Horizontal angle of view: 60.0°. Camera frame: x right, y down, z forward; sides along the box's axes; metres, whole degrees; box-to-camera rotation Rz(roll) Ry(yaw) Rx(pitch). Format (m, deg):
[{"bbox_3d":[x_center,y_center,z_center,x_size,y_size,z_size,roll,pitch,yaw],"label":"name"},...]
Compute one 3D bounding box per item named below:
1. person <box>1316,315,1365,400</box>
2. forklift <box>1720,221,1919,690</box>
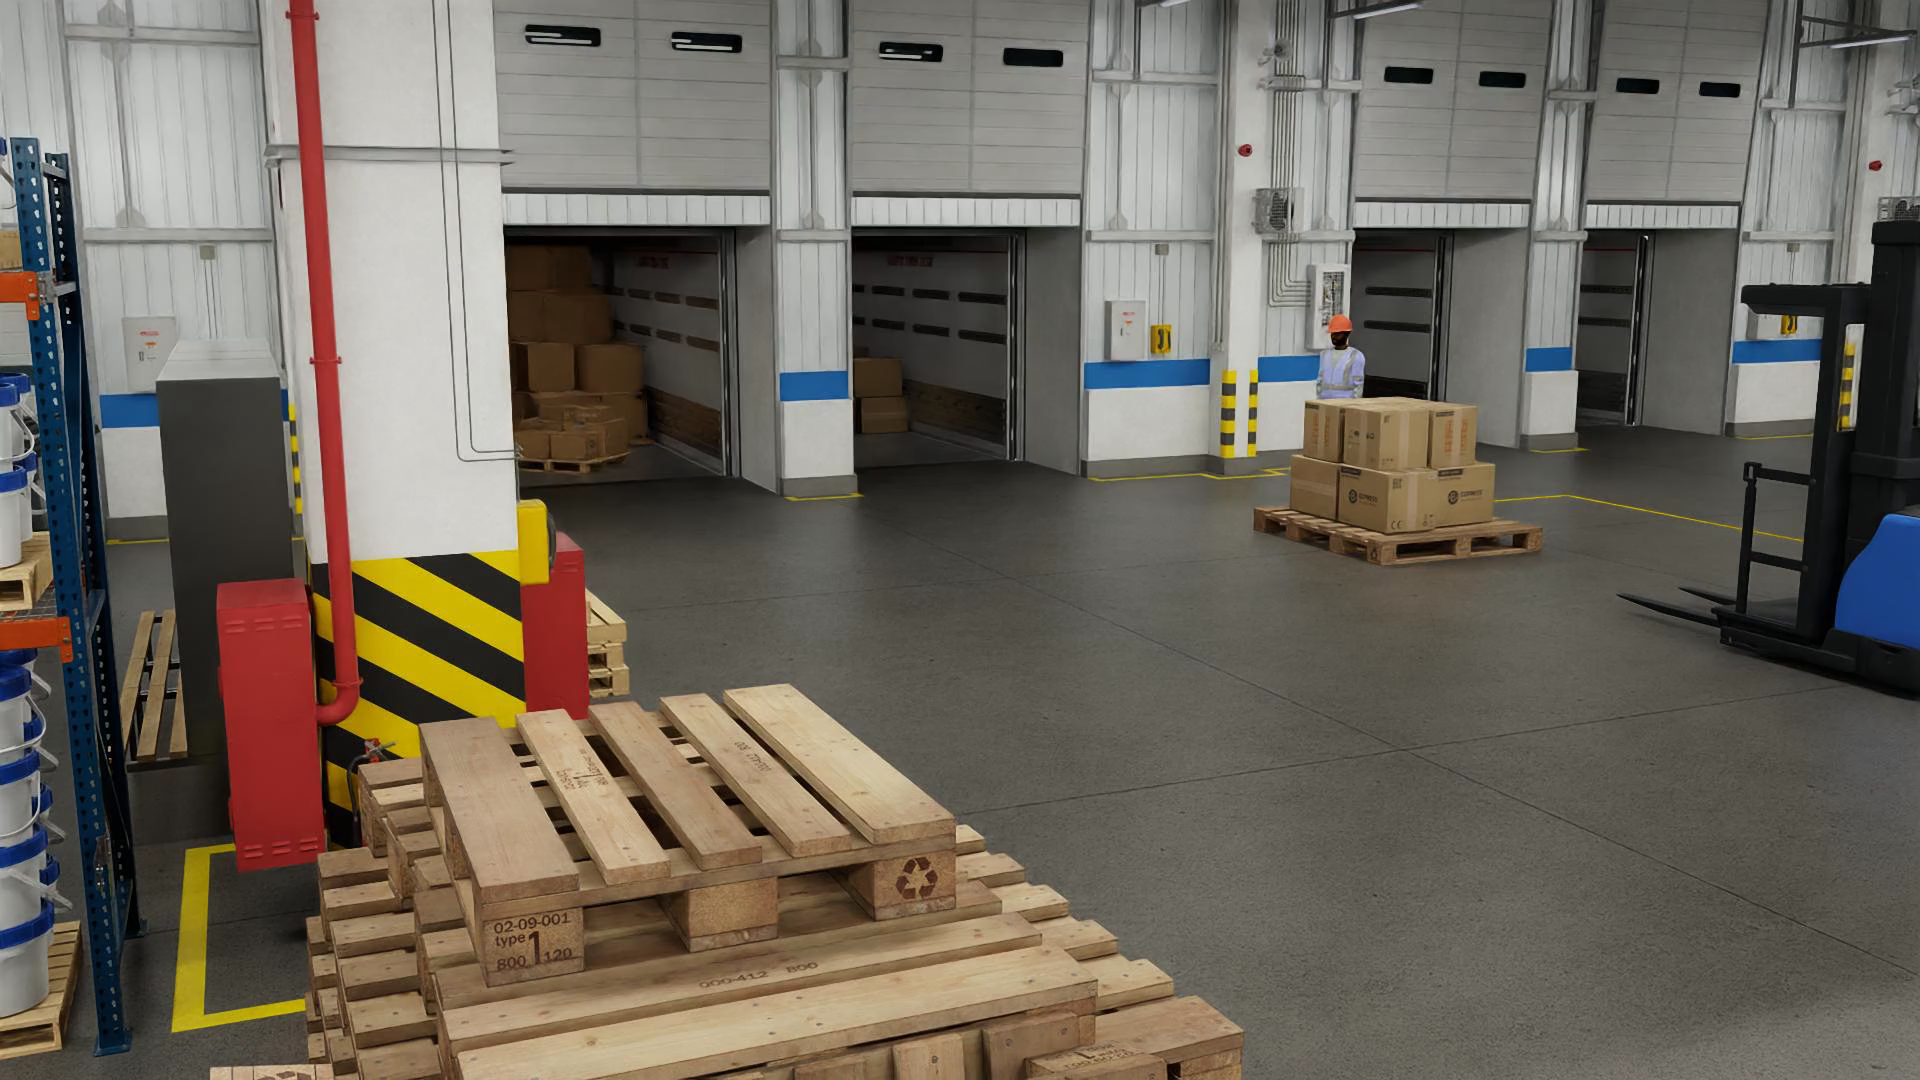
[{"bbox_3d":[3.949,-1.386,17.422,0.354,1.939,0.545,-10,14,-44],"label":"person"},{"bbox_3d":[5.949,-0.550,10.218,1.129,2.768,1.873,-4,11,-23],"label":"forklift"}]
